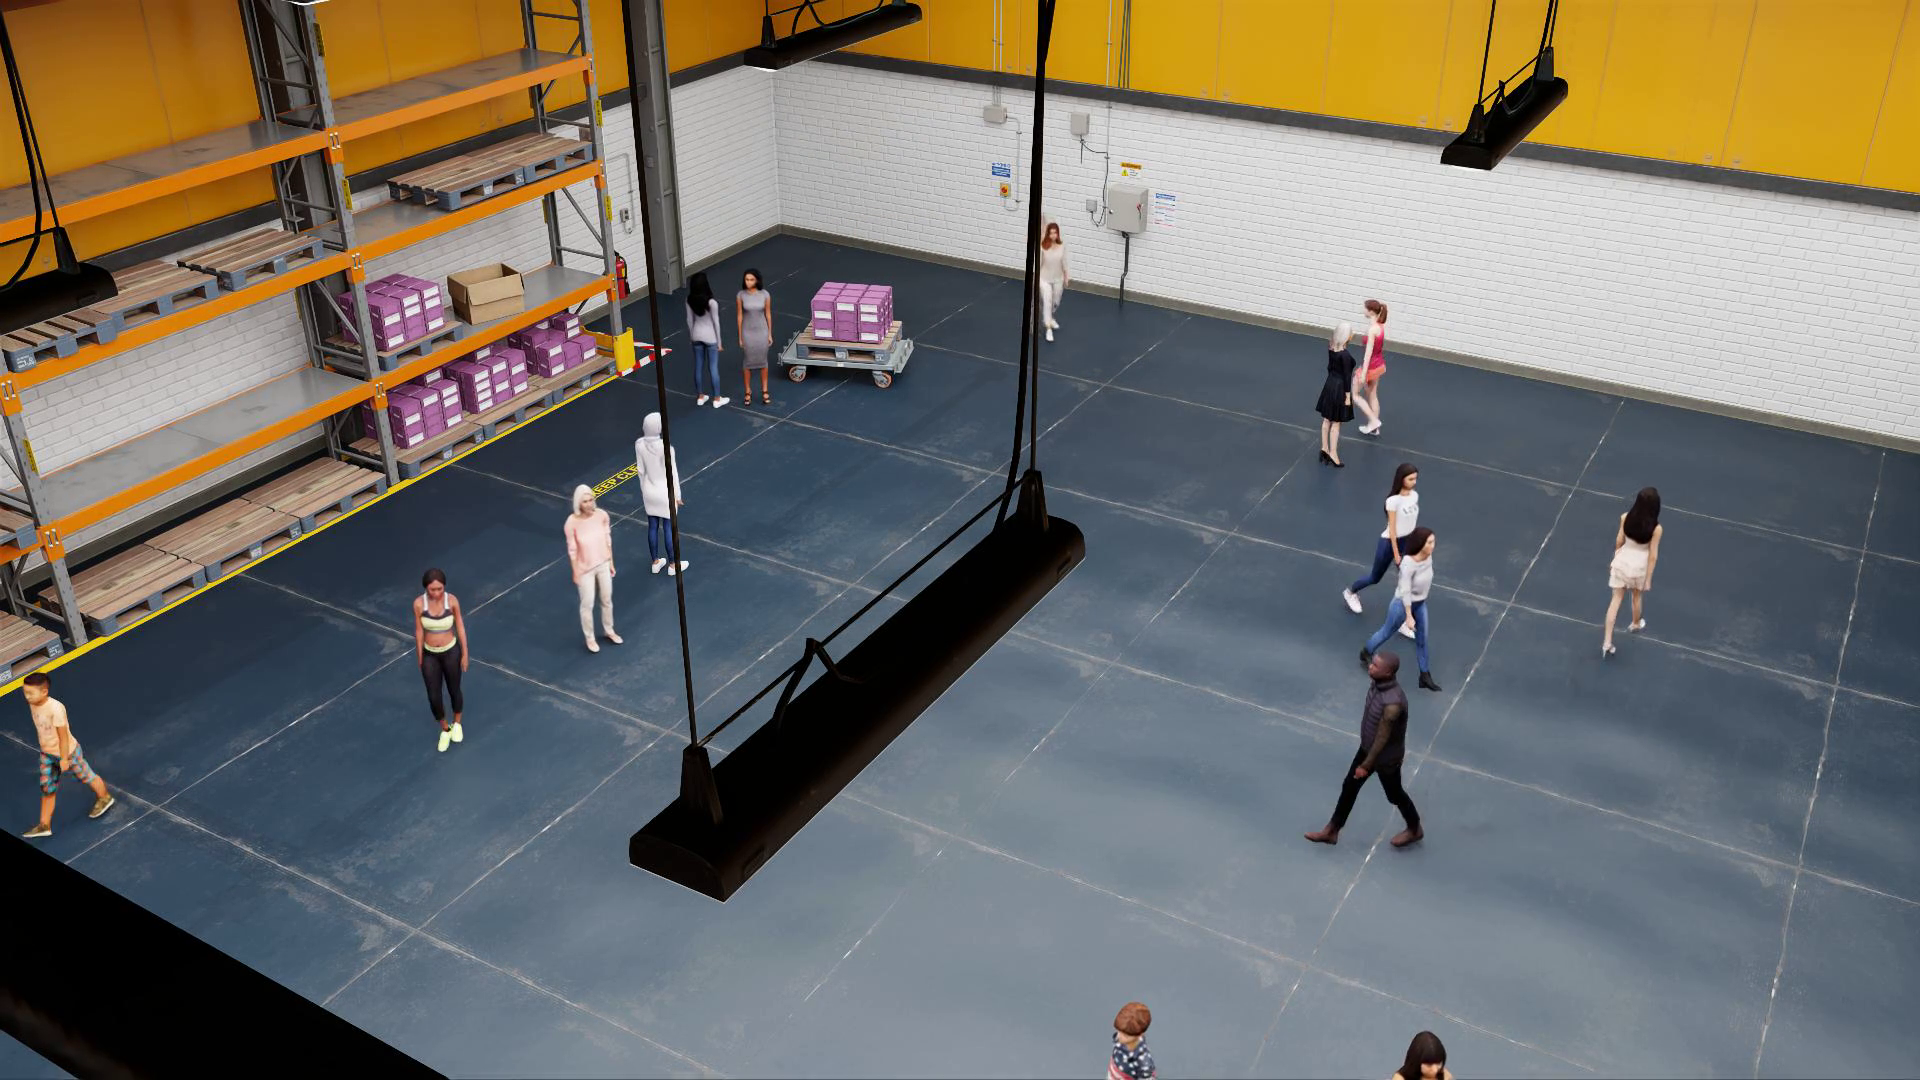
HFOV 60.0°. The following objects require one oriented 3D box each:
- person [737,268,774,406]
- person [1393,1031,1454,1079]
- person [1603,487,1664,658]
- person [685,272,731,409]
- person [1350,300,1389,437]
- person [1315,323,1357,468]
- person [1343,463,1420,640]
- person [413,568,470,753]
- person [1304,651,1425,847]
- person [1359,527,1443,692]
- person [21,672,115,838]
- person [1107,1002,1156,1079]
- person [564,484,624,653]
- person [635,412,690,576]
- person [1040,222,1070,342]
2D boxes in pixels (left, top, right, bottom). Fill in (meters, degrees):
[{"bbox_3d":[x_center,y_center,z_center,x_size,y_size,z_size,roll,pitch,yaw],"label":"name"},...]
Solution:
[{"bbox_3d":[-2.560,-2.541,20.752,0.664,1.780,0.708,-5,29,-8],"label":"person"},{"bbox_3d":[2.646,3.498,9.869,1.022,1.599,1.086,-7,29,-13],"label":"person"},{"bbox_3d":[6.228,0.330,15.567,1.024,1.705,0.765,-25,37,-38],"label":"person"},{"bbox_3d":[-3.186,-2.493,20.711,0.621,1.735,0.550,12,31,20],"label":"person"},{"bbox_3d":[4.956,-2.013,19.835,0.747,1.730,0.619,21,35,34],"label":"person"},{"bbox_3d":[4.369,-1.689,19.225,0.749,1.747,0.696,-9,30,-15],"label":"person"},{"bbox_3d":[4.087,0.058,16.023,1.115,1.745,0.953,-19,34,-30],"label":"person"},{"bbox_3d":[-4.464,0.960,14.378,0.736,1.737,0.796,-6,29,-11],"label":"person"},{"bbox_3d":[3.378,1.688,12.991,1.233,1.788,1.250,-4,29,-7],"label":"person"},{"bbox_3d":[4.013,0.595,15.199,1.088,1.591,0.932,-21,35,-34],"label":"person"},{"bbox_3d":[-7.190,1.663,13.415,0.646,1.425,1.006,11,30,19],"label":"person"},{"bbox_3d":[1.045,3.398,10.223,0.618,1.436,0.594,-14,32,-24],"label":"person"},{"bbox_3d":[-3.477,0.239,15.713,0.581,1.724,0.722,-21,35,-33],"label":"person"},{"bbox_3d":[-3.070,-0.472,16.965,0.641,1.775,0.574,11,31,20],"label":"person"},{"bbox_3d":[1.230,-3.581,22.763,0.939,1.680,0.993,-9,30,-16],"label":"person"}]
